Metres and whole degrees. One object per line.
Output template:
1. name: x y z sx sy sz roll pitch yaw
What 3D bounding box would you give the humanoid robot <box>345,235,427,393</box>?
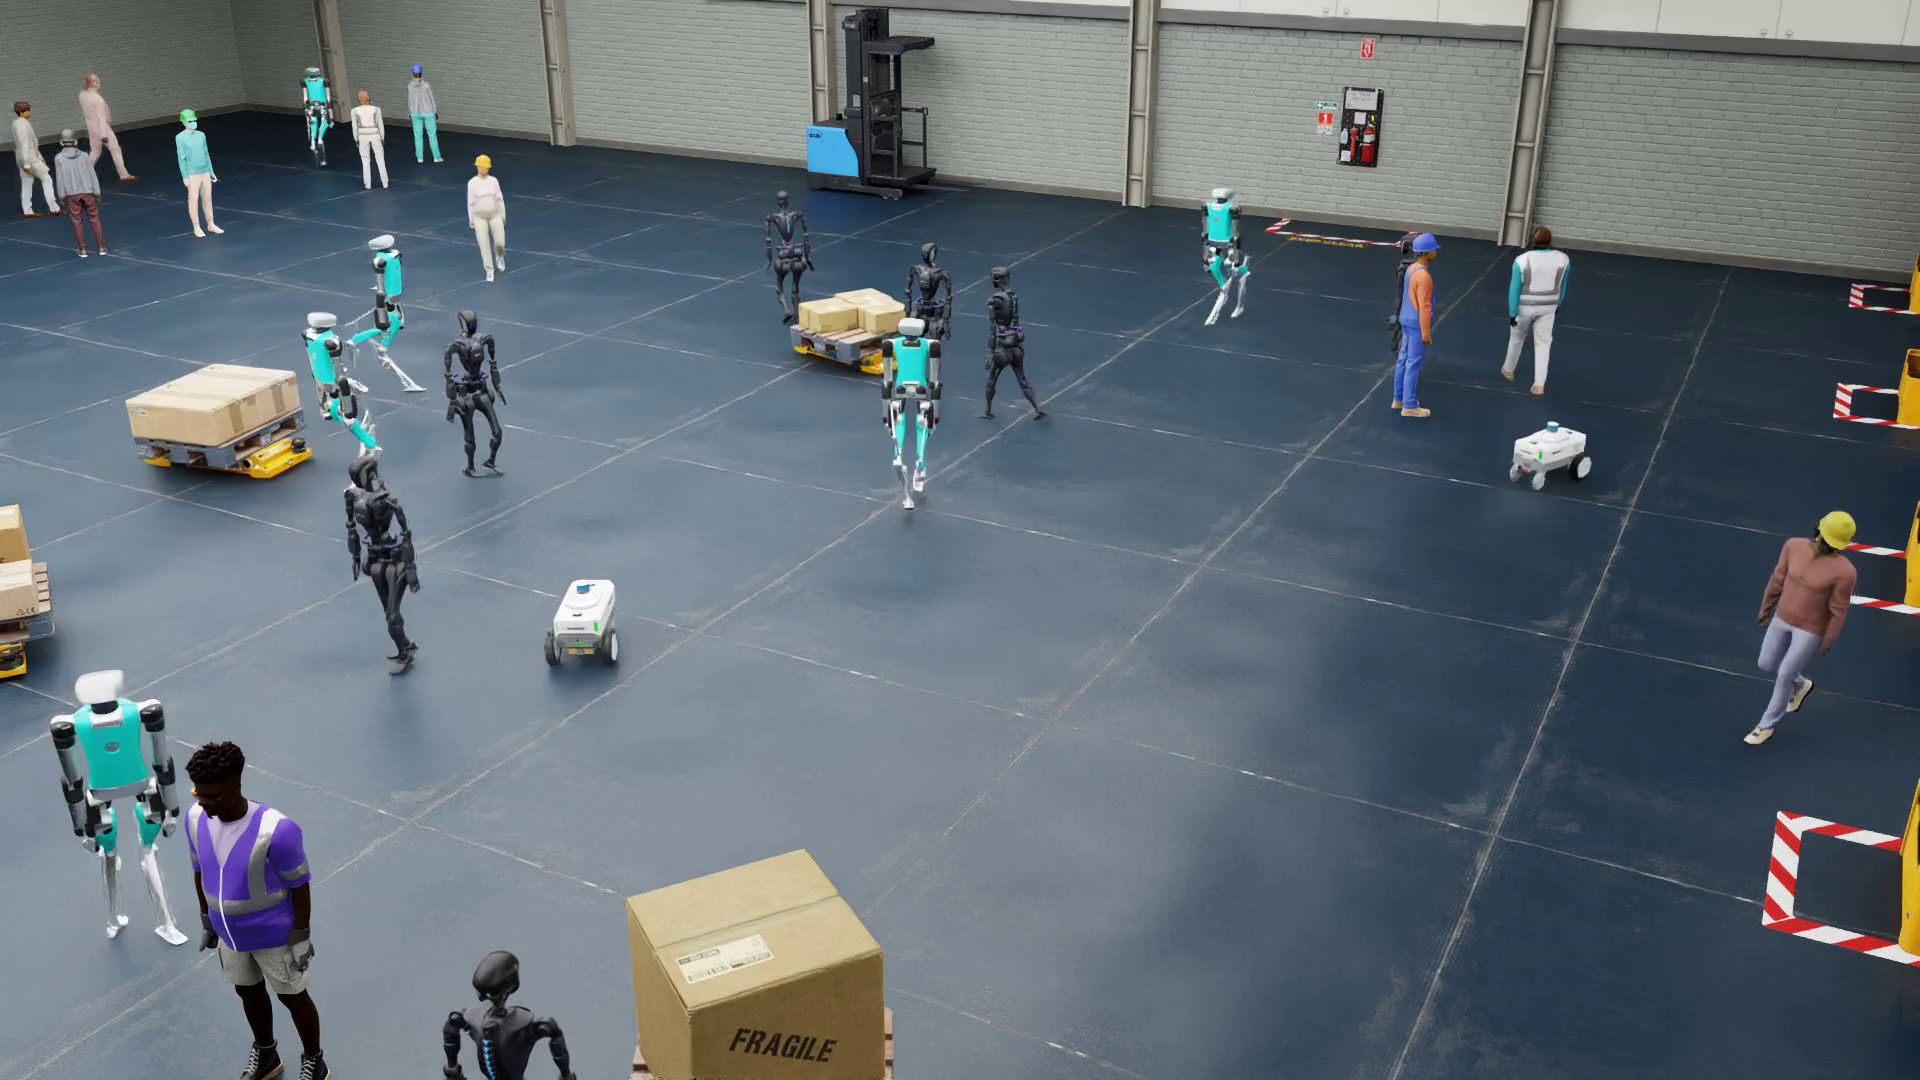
1. humanoid robot: -6.381 -2.407 17.961 1.016 1.778 0.534 2 23 6

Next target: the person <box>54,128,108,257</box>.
1. person: -12.584 -4.963 23.760 0.557 1.811 0.370 -15 27 -30

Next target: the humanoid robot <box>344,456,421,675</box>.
1. humanoid robot: -4.168 0.144 12.055 0.611 1.637 0.468 10 25 21

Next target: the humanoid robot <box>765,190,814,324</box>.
1. humanoid robot: -2.093 -3.468 20.456 0.612 1.632 0.431 -9 25 -21

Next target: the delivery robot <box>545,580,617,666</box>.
1. delivery robot: -2.797 0.604 12.418 0.499 0.614 0.815 0 23 -1

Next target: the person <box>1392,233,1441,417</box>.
1. person: 4.755 -2.236 17.289 0.362 1.912 0.515 -2 23 -6

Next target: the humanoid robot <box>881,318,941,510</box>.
1. humanoid robot: -0.434 -1.054 14.740 0.538 1.729 1.001 0 23 0

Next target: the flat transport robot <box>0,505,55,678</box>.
1. flat transport robot: -7.448 0.727 12.471 0.659 0.231 1.431 -12 26 -26

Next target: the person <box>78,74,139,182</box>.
1. person: -14.787 -7.041 28.528 0.640 1.869 0.900 14 27 29

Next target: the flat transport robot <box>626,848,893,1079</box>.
1. flat transport robot: -0.914 2.767 7.721 0.659 0.231 1.431 -1 23 -2

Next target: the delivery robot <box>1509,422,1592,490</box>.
1. delivery robot: 5.563 -0.823 15.707 0.777 0.587 0.499 -15 28 -31

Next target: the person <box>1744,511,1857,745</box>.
1. person: 5.613 0.555 11.015 0.583 1.722 0.553 -11 26 -24

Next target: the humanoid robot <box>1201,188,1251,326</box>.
1. humanoid robot: 3.322 -3.484 20.469 0.546 1.765 1.043 19 29 37

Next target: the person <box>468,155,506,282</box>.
1. person: -6.419 -4.369 22.547 0.501 1.678 0.454 -8 25 -19

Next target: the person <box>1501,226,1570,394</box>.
1. person: 6.262 -2.520 18.107 0.625 1.795 0.972 2 23 5

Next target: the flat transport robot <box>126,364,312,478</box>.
1. flat transport robot: -7.119 -0.852 16.146 1.431 0.231 0.659 7 24 15

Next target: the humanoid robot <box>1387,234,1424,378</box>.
1. humanoid robot: 4.984 -2.534 18.272 0.449 1.640 0.592 15 28 32

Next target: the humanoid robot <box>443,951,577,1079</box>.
1. humanoid robot: -1.829 2.389 6.826 0.597 1.644 0.468 4 24 9

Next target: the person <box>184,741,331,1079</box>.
1. person: -3.312 1.809 7.803 0.611 1.963 0.361 7 24 15

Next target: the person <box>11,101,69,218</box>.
1. person: -14.510 -5.971 26.134 0.788 1.800 0.503 -17 28 -34

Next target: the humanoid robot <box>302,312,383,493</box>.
1. humanoid robot: -5.536 -1.248 15.197 0.535 1.792 0.668 19 30 38

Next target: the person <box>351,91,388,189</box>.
1. person: -10.026 -6.793 28.253 0.510 1.630 0.314 -8 25 -18

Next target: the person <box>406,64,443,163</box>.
1. person: -9.802 -7.772 30.349 0.523 1.777 0.360 -2 23 -4

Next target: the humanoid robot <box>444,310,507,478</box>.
1. humanoid robot: -4.552 -1.372 15.574 0.449 1.638 0.608 19 30 37

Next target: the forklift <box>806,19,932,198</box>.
1. forklift: -1.573 -7.292 27.850 1.873 2.768 1.129 12 26 25

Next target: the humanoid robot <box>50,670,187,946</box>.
1. humanoid robot: -4.525 1.422 9.022 0.567 1.790 0.824 -12 26 -25

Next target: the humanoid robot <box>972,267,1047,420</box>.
1. humanoid robot: 0.507 -1.989 17.094 0.792 1.634 0.609 13 27 28

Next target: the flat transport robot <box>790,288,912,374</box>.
1. flat transport robot: -1.198 -2.204 19.295 1.431 0.231 0.659 20 30 39

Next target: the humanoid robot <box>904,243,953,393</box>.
1. humanoid robot: -0.346 -2.403 17.985 0.589 1.651 0.329 10 25 22

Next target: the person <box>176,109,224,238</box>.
1. person: -11.440 -5.507 24.949 0.351 1.875 0.509 14 27 30

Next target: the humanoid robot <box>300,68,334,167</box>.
1. humanoid robot: -11.538 -7.477 29.781 0.536 1.836 0.749 1 23 1
